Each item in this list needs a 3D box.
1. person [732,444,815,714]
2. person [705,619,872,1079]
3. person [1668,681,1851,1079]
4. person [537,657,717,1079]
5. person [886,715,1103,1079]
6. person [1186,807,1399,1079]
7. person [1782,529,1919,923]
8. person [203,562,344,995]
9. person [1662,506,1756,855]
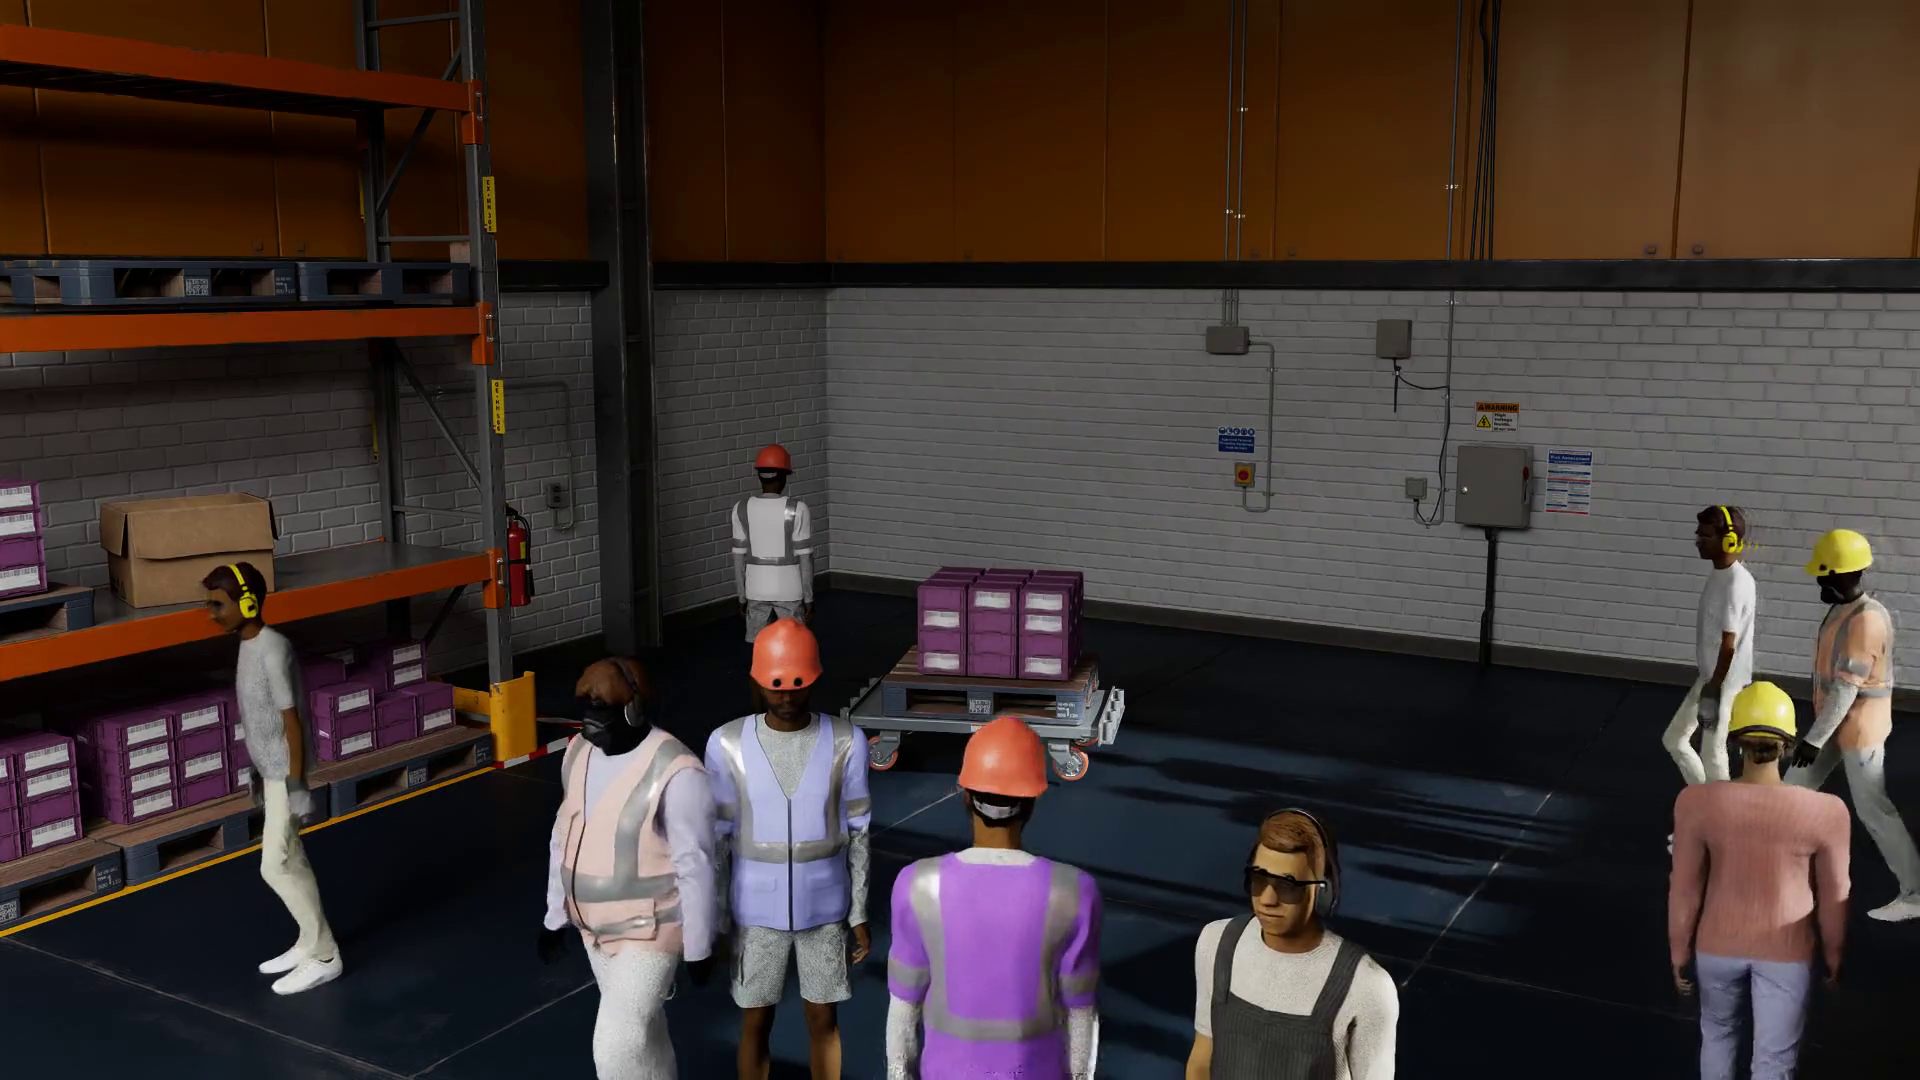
[{"bbox_3d":[-1.200,0.342,10.841,0.543,1.928,0.374,2,9,12],"label":"person"},{"bbox_3d":[-0.556,1.204,5.434,0.551,1.934,0.362,-1,9,-7],"label":"person"},{"bbox_3d":[2.551,1.318,5.359,0.522,1.728,0.868,6,11,32],"label":"person"},{"bbox_3d":[-1.128,1.277,5.349,0.627,1.821,0.657,9,13,44],"label":"person"},{"bbox_3d":[0.080,1.414,4.219,0.549,1.916,0.661,1,9,5],"label":"person"},{"bbox_3d":[0.731,1.506,3.826,0.507,1.846,0.341,7,11,36],"label":"person"},{"bbox_3d":[4.148,0.867,7.803,0.988,1.862,0.576,2,9,10],"label":"person"},{"bbox_3d":[-2.907,0.994,7.044,0.439,1.846,0.568,-6,11,-31],"label":"person"},{"bbox_3d":[3.835,0.741,8.557,0.420,1.855,0.570,2,9,13],"label":"person"}]
